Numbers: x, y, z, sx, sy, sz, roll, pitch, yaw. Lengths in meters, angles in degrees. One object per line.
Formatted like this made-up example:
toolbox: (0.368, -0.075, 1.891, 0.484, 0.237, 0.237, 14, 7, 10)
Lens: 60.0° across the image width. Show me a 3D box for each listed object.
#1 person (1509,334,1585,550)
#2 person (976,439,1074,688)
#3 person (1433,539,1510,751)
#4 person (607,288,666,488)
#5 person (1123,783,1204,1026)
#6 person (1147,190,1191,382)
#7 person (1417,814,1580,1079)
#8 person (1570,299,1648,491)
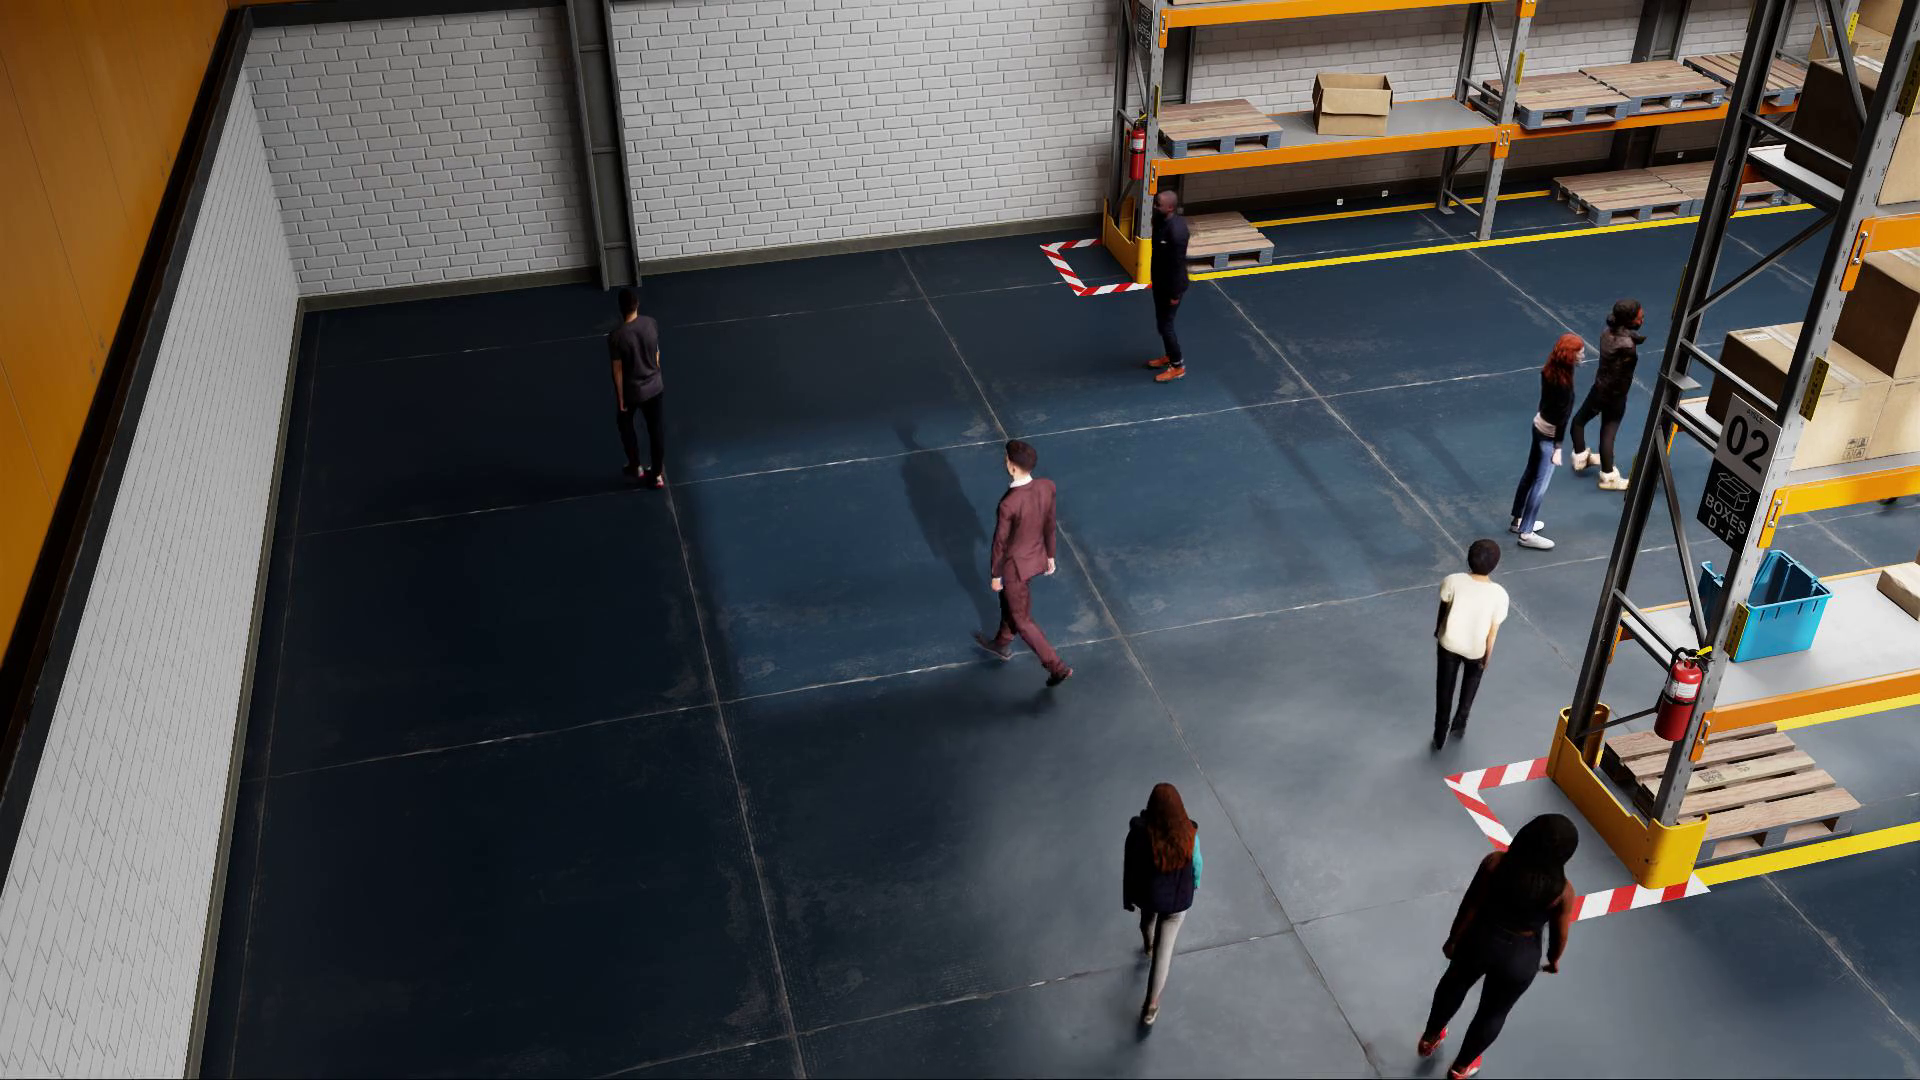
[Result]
person: (4.568, -0.780, 12.921, 0.627, 1.790, 0.634, 2, 34, 3)
person: (0.489, 0.193, 11.411, 1.143, 1.840, 1.204, 26, 41, 33)
person: (3.272, 0.726, 10.848, 0.704, 1.575, 0.780, 11, 35, 16)
person: (-2.571, -1.198, 13.587, 0.693, 1.748, 0.796, -20, 39, -27)
person: (1.089, 1.983, 9.055, 1.002, 1.466, 0.952, 9, 35, 14)
person: (1.944, -2.349, 15.267, 0.606, 1.805, 0.689, -9, 35, -14)
person: (2.735, 2.137, 8.543, 0.859, 1.777, 0.909, 12, 35, 17)
person: (5.472, -1.218, 13.702, 0.808, 1.653, 0.676, -4, 34, -6)
